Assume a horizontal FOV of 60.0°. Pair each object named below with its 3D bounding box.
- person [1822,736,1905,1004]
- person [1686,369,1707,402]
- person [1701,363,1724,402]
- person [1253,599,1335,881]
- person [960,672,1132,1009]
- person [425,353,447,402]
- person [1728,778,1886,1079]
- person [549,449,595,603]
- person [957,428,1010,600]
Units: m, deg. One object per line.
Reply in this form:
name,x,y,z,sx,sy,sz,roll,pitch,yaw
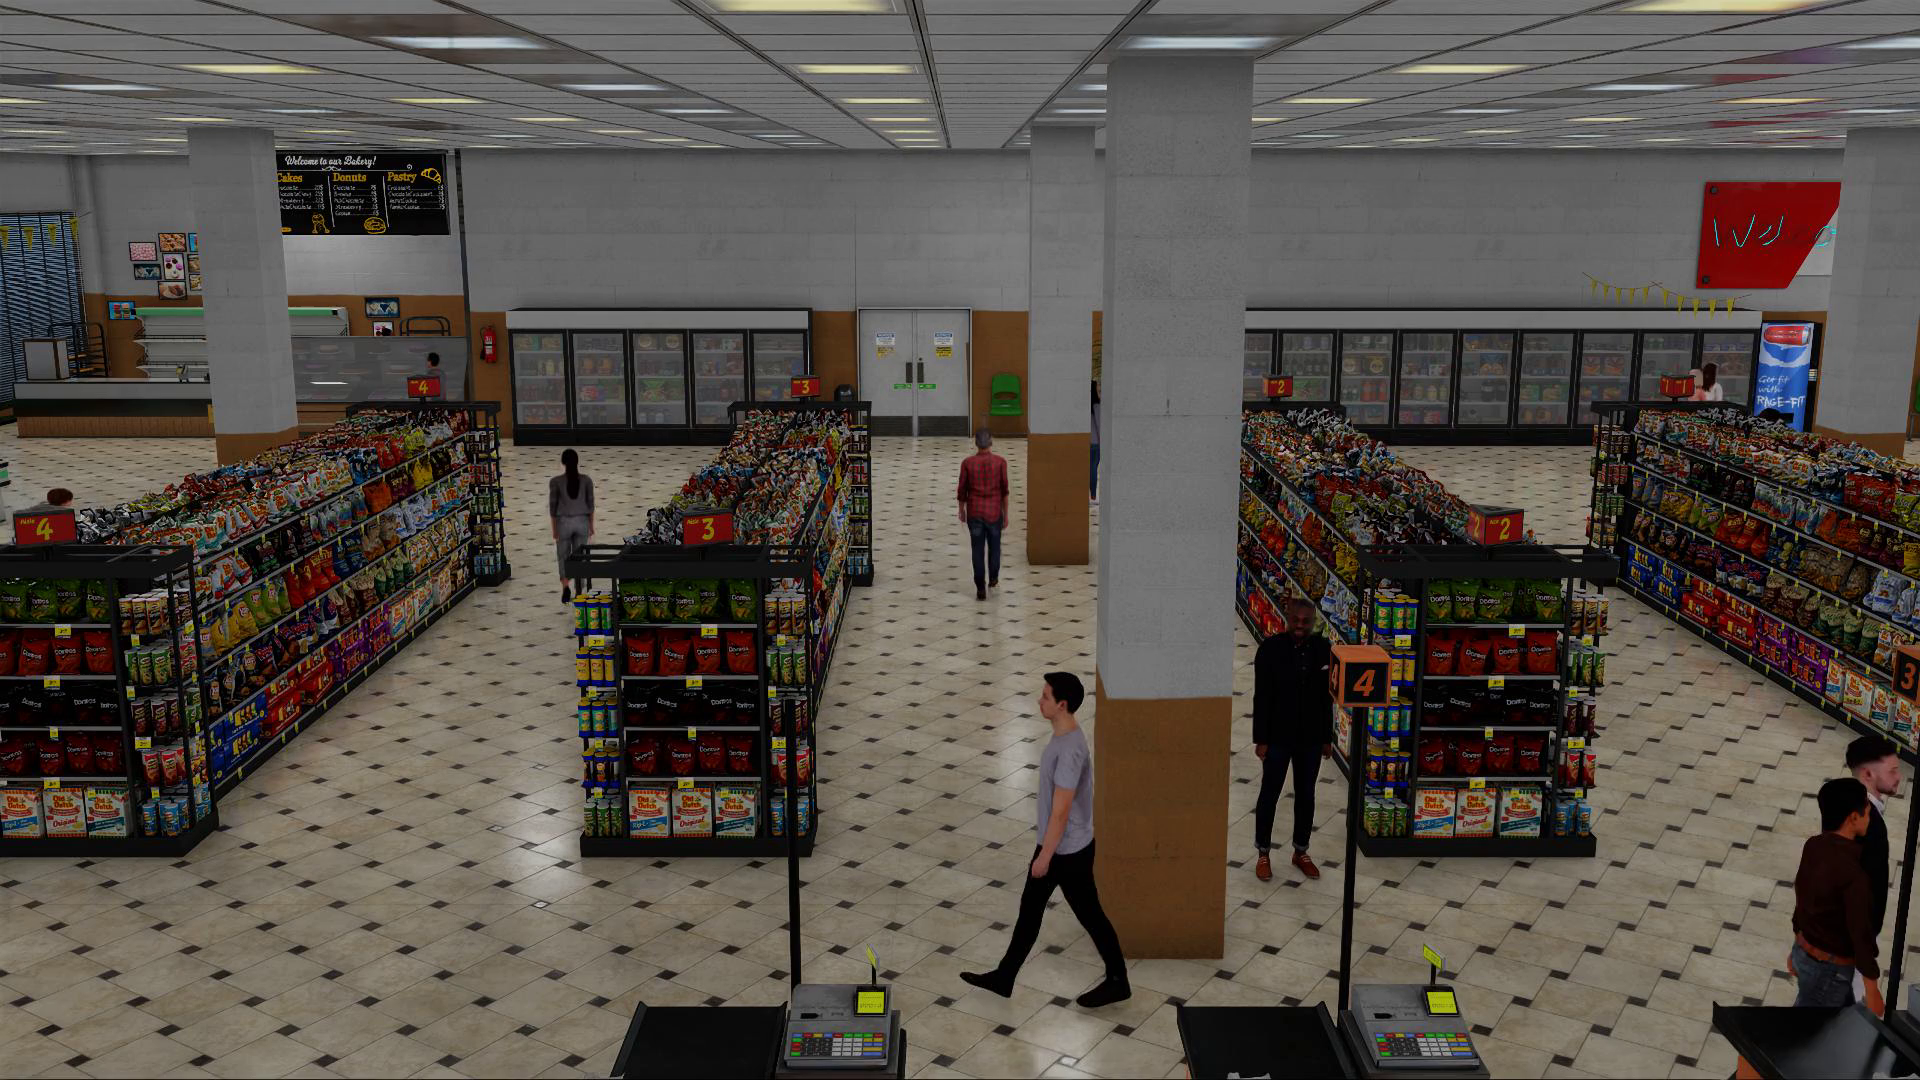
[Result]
person,4.188,1.802,7.874,0.784,1.840,0.597,4,13,19
person,10.956,-1.668,24.664,0.853,1.710,0.857,6,13,25
person,11.616,-1.909,25.864,0.745,1.688,0.673,-10,16,-40
person,2.112,1.246,10.566,0.707,1.818,0.621,-1,12,-5
person,0.650,1.623,8.757,0.808,1.825,1.100,-1,12,-5
person,-8.389,-2.128,26.790,0.864,1.735,0.957,4,13,18
person,3.777,1.941,7.452,0.883,1.740,1.135,2,12,11
person,-4.026,-0.097,17.313,0.668,1.666,0.643,-3,12,-14
person,0.260,-0.260,17.758,0.705,1.802,0.995,0,12,0
